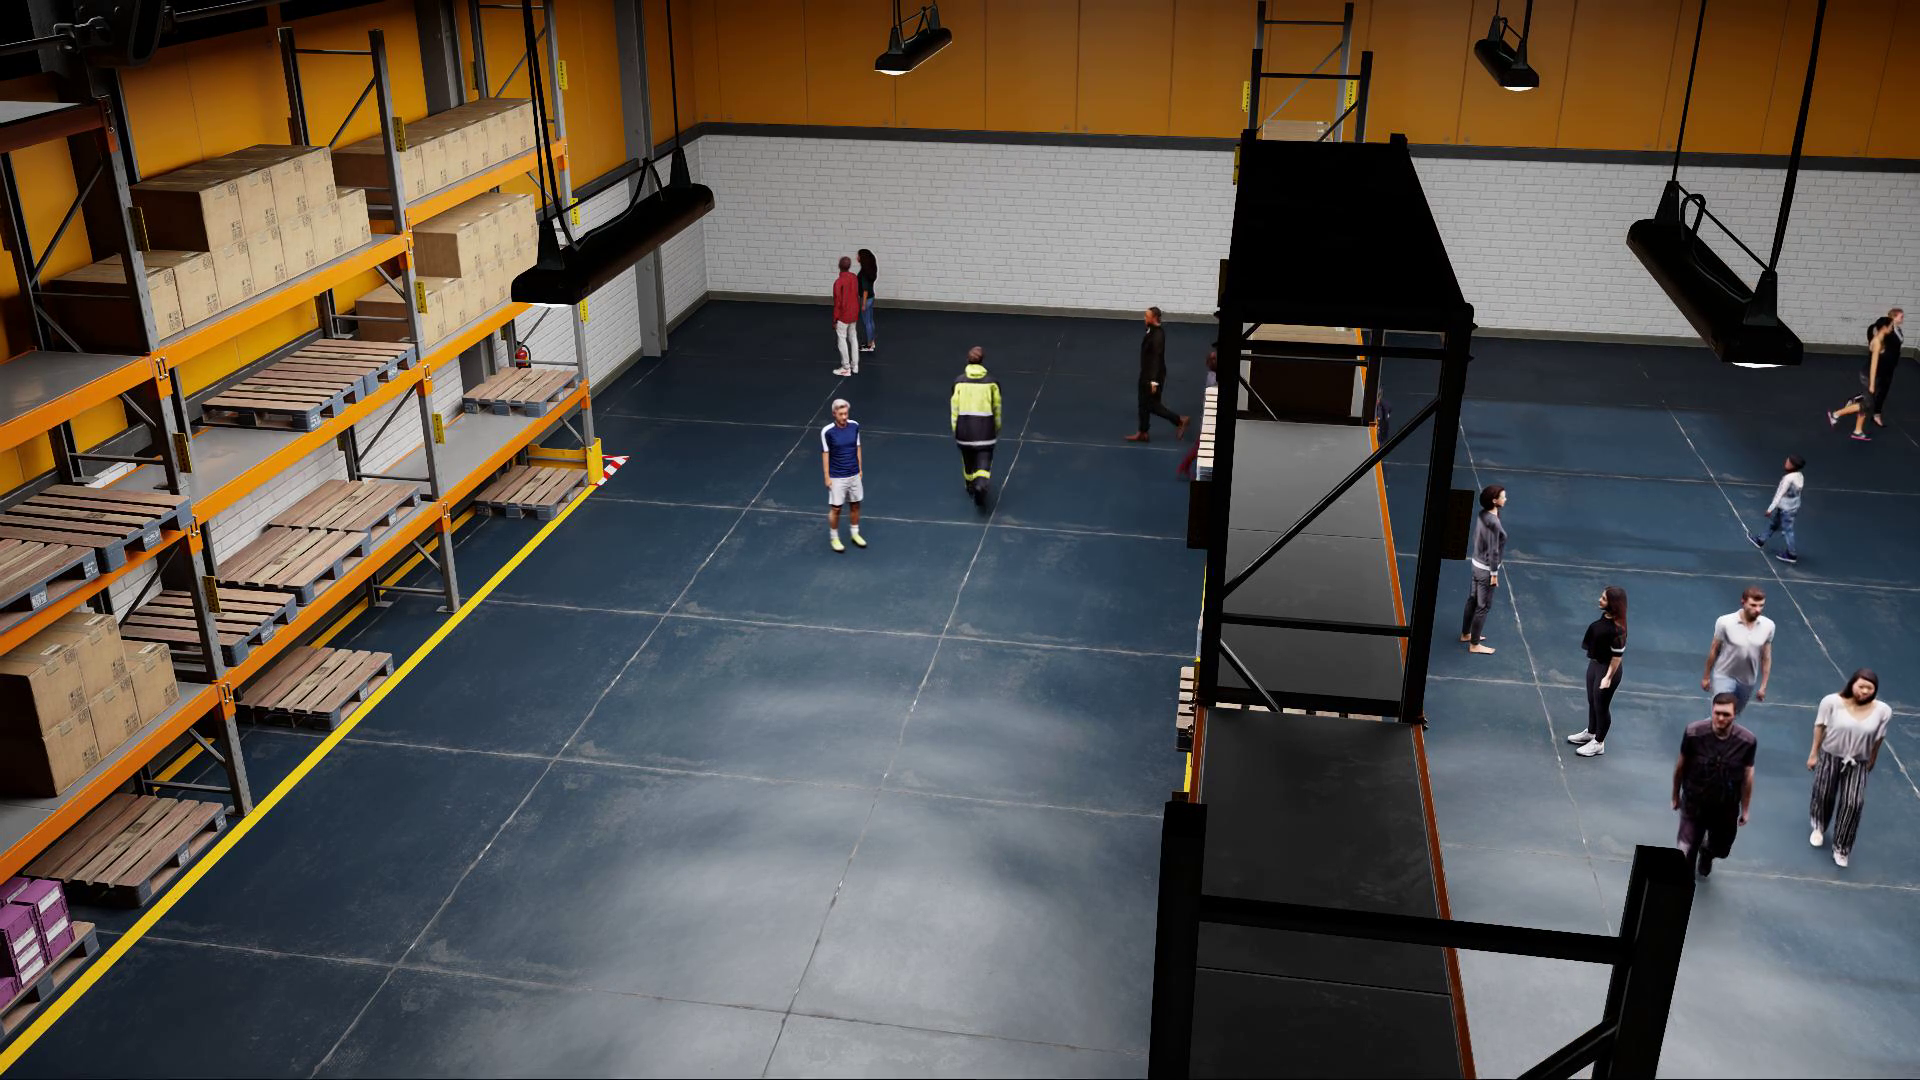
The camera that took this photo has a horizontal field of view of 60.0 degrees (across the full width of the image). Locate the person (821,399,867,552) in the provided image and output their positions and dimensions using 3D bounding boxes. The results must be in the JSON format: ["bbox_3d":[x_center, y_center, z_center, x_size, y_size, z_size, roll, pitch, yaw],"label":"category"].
[{"bbox_3d":[-1.343,-0.767,19.043,0.721,1.829,0.766,-14,27,-29],"label":"person"}]

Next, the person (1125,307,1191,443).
[{"bbox_3d":[2.663,-2.172,22.183,0.855,1.887,1.069,1,24,3],"label":"person"}]

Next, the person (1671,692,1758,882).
[{"bbox_3d":[5.761,1.979,12.758,0.842,1.830,1.116,9,25,20],"label":"person"}]

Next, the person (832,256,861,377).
[{"bbox_3d":[-1.706,-3.391,25.058,0.816,1.819,0.705,20,30,37],"label":"person"}]

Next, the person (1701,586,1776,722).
[{"bbox_3d":[6.745,1.203,14.562,0.708,1.808,1.227,2,24,4],"label":"person"}]

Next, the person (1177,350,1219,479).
[{"bbox_3d":[3.144,-1.547,21.025,0.892,1.671,1.108,-4,24,-9],"label":"person"}]

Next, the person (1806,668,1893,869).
[{"bbox_3d":[7.158,1.748,13.496,0.820,1.664,0.964,11,26,24],"label":"person"}]

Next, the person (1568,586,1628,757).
[{"bbox_3d":[5.756,1.158,14.876,0.701,1.639,0.564,0,24,1],"label":"person"}]

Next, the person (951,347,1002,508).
[{"bbox_3d":[0.189,-1.352,20.223,0.844,1.955,1.126,1,24,2],"label":"person"}]

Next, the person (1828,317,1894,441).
[{"bbox_3d":[12.159,-2.170,22.395,0.803,1.714,0.851,12,26,25],"label":"person"}]

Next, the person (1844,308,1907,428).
[{"bbox_3d":[12.640,-2.379,22.895,0.906,1.697,0.944,-19,30,-37],"label":"person"}]

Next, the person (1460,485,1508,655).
[{"bbox_3d":[5.286,0.271,16.744,0.725,1.768,0.544,-2,24,-4],"label":"person"}]

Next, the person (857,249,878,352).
[{"bbox_3d":[-1.476,-3.789,26.222,0.655,1.616,0.523,5,24,11],"label":"person"}]

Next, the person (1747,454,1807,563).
[{"bbox_3d":[9.407,-0.342,18.820,0.849,1.228,0.883,-18,29,-35],"label":"person"}]
